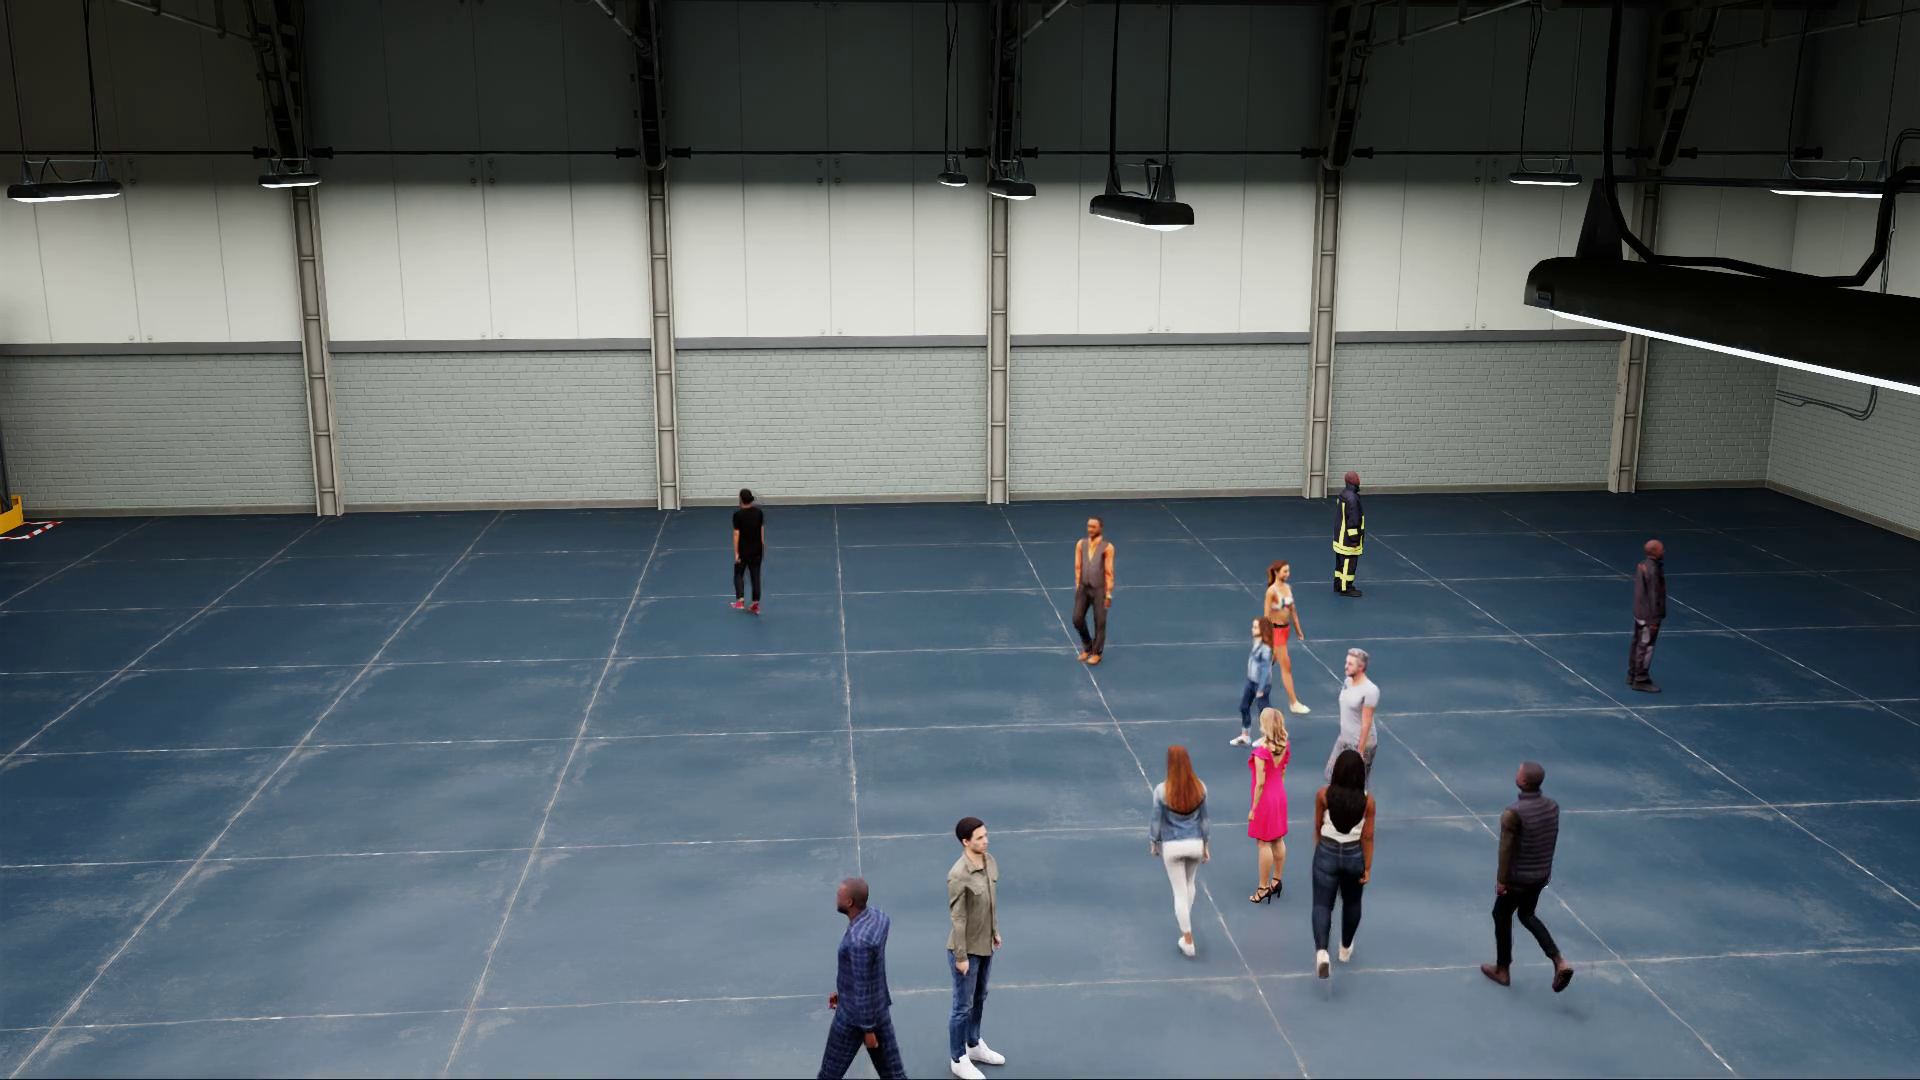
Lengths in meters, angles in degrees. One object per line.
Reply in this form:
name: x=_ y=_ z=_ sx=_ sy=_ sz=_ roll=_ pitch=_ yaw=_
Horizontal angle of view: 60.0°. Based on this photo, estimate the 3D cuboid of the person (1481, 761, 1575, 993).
person: x=4.331 y=2.582 z=12.577 sx=1.063 sy=1.816 sz=1.009 roll=-7 pitch=15 yaw=-29

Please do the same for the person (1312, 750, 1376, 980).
person: x=2.932 y=2.535 z=12.861 sx=1.098 sy=1.780 sz=0.937 roll=3 pitch=13 yaw=15

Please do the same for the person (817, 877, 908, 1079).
person: x=-0.527 y=3.040 z=10.682 sx=1.246 sy=1.778 sz=0.946 roll=4 pitch=14 yaw=15

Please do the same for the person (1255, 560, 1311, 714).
person: x=3.597 y=1.091 z=19.182 sx=1.129 sy=1.741 sz=1.108 roll=12 pitch=18 yaw=42

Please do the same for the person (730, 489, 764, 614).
person: x=-2.900 y=0.173 z=23.146 sx=0.839 sy=1.741 sz=0.876 roll=-7 pitch=15 yaw=-29

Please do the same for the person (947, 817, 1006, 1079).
person: x=0.075 y=2.800 z=11.527 sx=0.809 sy=1.865 sz=0.793 roll=8 pitch=15 yaw=30

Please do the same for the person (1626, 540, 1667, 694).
person: x=8.216 y=0.880 z=19.910 sx=0.657 sy=1.825 sz=0.744 roll=1 pitch=13 yaw=5

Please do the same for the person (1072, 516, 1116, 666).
person: x=1.728 y=0.615 z=20.885 sx=0.827 sy=1.900 sz=0.911 roll=8 pitch=15 yaw=30

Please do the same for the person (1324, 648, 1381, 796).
person: x=3.796 y=1.890 z=15.570 sx=0.759 sy=1.813 sz=0.772 roll=-5 pitch=14 yaw=-20

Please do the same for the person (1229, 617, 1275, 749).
person: x=3.291 y=1.532 z=17.888 sx=0.738 sy=1.465 sz=0.661 roll=-4 pitch=14 yaw=-15

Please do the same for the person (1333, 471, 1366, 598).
person: x=5.652 y=-0.112 z=24.197 sx=0.660 sy=1.823 sz=0.744 roll=0 pitch=13 yaw=-2

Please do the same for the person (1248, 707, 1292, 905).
person: x=2.647 y=2.251 z=14.199 sx=0.646 sy=1.728 sz=0.724 roll=-12 pitch=17 yaw=-41

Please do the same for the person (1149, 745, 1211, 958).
person: x=1.791 y=2.507 z=13.229 sx=0.873 sy=1.669 sz=0.731 roll=-2 pitch=13 yaw=-8
